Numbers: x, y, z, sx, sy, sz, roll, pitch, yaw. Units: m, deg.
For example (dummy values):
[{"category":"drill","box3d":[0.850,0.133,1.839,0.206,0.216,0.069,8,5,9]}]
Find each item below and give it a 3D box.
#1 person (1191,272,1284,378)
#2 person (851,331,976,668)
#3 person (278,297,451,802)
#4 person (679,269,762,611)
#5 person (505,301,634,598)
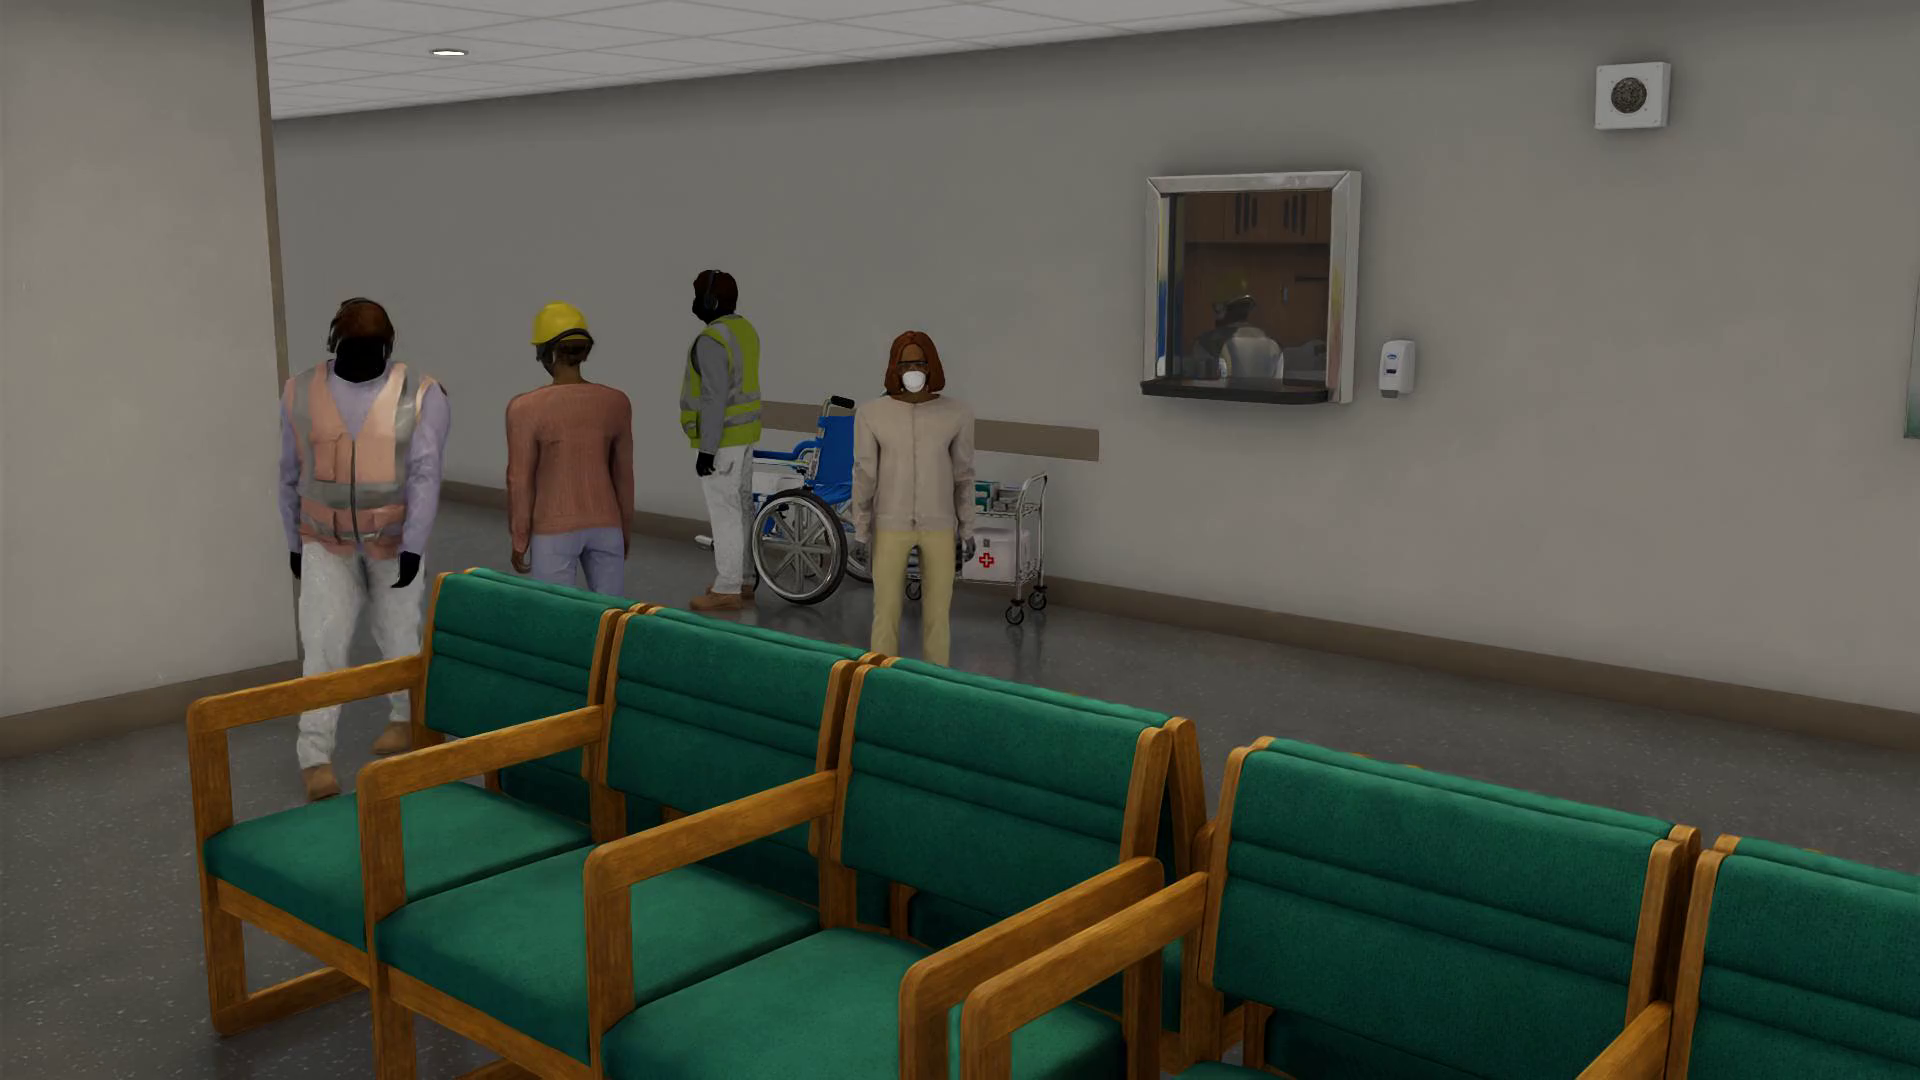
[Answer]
[{"category":"person","box3d":[1.536,-0.589,9.382,0.593,1.825,0.403,-5,11,-24]},{"category":"person","box3d":[-0.184,-0.029,6.741,0.507,1.631,0.266,-1,10,-7]},{"category":"person","box3d":[-2.192,-0.002,6.172,0.635,1.794,0.835,-2,10,-9]},{"category":"person","box3d":[-1.302,-0.536,9.037,0.430,1.845,0.621,2,10,11]},{"category":"person","box3d":[-1.500,-0.033,6.417,0.521,1.758,0.346,-8,13,-39]}]
